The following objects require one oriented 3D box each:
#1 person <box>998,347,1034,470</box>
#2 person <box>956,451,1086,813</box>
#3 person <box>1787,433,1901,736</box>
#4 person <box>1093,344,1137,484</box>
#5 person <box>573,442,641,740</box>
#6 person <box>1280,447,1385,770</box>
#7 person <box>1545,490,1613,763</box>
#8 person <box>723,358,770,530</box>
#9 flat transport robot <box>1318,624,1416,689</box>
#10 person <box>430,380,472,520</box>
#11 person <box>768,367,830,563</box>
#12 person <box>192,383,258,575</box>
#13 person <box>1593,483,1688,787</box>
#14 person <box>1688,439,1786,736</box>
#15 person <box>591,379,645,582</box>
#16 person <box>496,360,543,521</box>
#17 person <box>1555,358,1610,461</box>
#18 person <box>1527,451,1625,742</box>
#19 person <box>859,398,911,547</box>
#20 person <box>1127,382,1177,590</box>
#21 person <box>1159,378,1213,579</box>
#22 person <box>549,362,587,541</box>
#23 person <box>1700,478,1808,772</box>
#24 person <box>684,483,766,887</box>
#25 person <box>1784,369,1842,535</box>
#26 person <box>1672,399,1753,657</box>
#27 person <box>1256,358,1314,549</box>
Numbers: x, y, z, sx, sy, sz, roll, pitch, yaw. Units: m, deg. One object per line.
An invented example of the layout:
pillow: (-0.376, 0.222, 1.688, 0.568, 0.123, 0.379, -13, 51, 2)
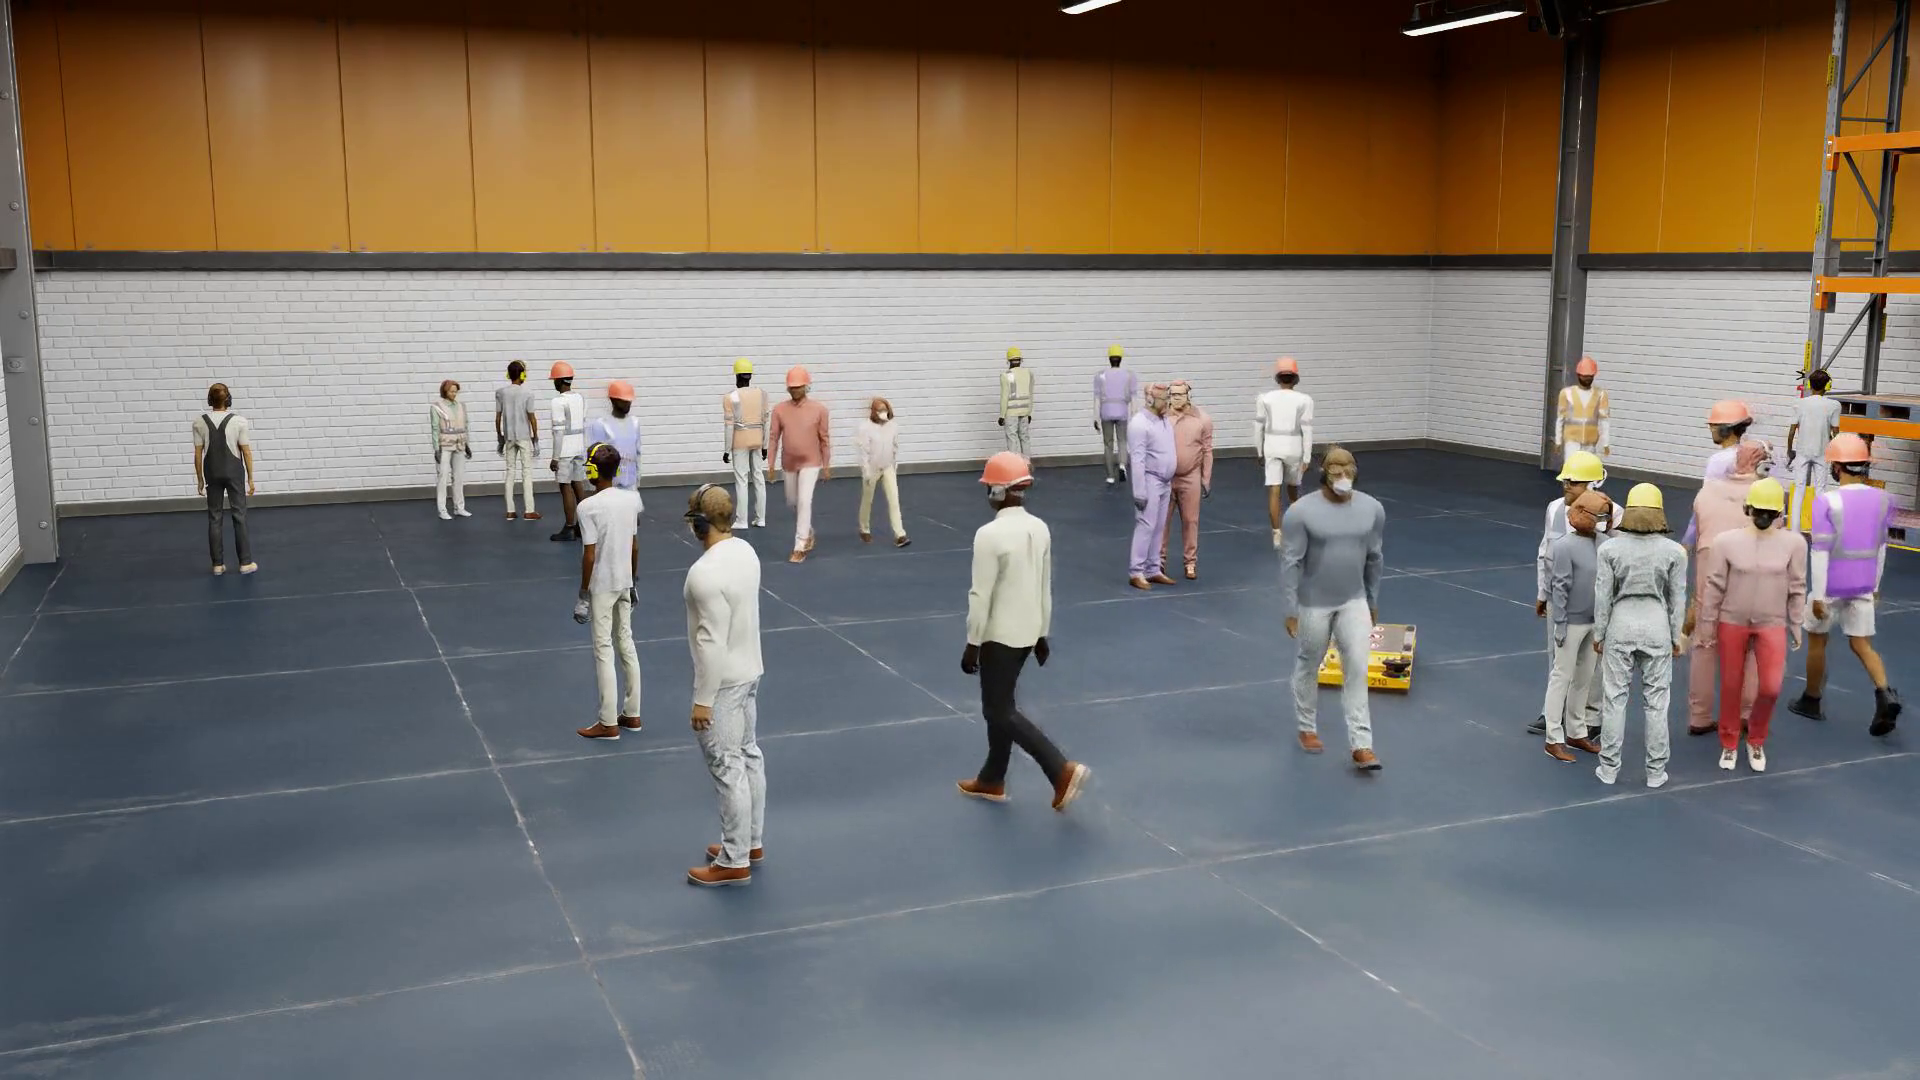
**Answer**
person: (0.770, -1.789, 23.326, 0.591, 1.829, 0.404, -7, 12, -38)
person: (0.329, 0.509, 8.965, 0.812, 1.975, 0.606, 6, 11, 33)
person: (5.655, 0.278, 10.568, 0.555, 1.916, 0.855, -1, 9, -5)
person: (2.093, -1.698, 22.535, 0.585, 1.912, 0.465, 0, 9, 0)
person: (-2.218, 0.317, 10.439, 0.327, 1.872, 0.512, 5, 11, 30)
person: (2.220, 0.405, 9.823, 0.658, 1.893, 0.954, -1, 9, -6)
person: (3.740, 0.507, 10.001, 0.498, 1.633, 0.286, -6, 11, -33)
person: (-2.408, -1.072, 18.682, 0.585, 1.928, 0.365, -8, 12, -39)
flat transport robot: (2.999, 0.818, 12.236, 0.652, 0.197, 1.431, 3, 10, 17)
person: (-5.966, -1.057, 19.496, 0.325, 1.625, 0.520, 7, 12, 36)
person: (-1.629, -0.798, 16.944, 0.632, 1.959, 0.971, 2, 10, 11)
person: (-7.051, -0.582, 15.962, 0.514, 1.844, 0.328, -2, 10, -11)
person: (3.864, 0.541, 9.490, 0.484, 1.735, 0.310, 3, 10, 20)
person: (4.889, 0.307, 10.454, 0.594, 1.879, 0.672, -5, 11, -29)
person: (-3.254, -0.571, 15.686, 0.609, 1.920, 0.553, 8, 13, 41)
person: (-5.161, -1.148, 19.364, 0.568, 1.858, 0.320, 2, 10, 12)
person: (7.240, -1.154, 19.300, 0.573, 1.881, 0.994, 2, 10, 10)
person: (3.841, 0.352, 10.347, 0.403, 1.828, 0.597, -7, 11, -35)
person: (-0.837, -0.713, 17.567, 0.501, 1.577, 0.869, -5, 11, -29)
person: (1.790, -0.506, 15.320, 0.407, 1.906, 0.651, 6, 11, 31)
person: (2.056, -0.574, 15.728, 0.652, 1.906, 0.403, 2, 10, 11)
person: (-4.244, -0.951, 17.924, 0.359, 1.935, 0.550, 3, 10, 20)
person: (4.603, 0.502, 9.676, 0.558, 1.742, 0.444, 4, 10, 22)
person: (-1.134, 0.691, 7.969, 0.369, 1.936, 0.630, 2, 10, 12)
person: (9.103, -0.890, 17.757, 0.535, 1.868, 0.309, 6, 11, 33)
person: (5.617, -0.035, 12.227, 0.629, 1.994, 1.043, -9, 13, -44)
person: (3.440, -0.929, 17.647, 0.604, 1.985, 1.061, 3, 10, 15)
